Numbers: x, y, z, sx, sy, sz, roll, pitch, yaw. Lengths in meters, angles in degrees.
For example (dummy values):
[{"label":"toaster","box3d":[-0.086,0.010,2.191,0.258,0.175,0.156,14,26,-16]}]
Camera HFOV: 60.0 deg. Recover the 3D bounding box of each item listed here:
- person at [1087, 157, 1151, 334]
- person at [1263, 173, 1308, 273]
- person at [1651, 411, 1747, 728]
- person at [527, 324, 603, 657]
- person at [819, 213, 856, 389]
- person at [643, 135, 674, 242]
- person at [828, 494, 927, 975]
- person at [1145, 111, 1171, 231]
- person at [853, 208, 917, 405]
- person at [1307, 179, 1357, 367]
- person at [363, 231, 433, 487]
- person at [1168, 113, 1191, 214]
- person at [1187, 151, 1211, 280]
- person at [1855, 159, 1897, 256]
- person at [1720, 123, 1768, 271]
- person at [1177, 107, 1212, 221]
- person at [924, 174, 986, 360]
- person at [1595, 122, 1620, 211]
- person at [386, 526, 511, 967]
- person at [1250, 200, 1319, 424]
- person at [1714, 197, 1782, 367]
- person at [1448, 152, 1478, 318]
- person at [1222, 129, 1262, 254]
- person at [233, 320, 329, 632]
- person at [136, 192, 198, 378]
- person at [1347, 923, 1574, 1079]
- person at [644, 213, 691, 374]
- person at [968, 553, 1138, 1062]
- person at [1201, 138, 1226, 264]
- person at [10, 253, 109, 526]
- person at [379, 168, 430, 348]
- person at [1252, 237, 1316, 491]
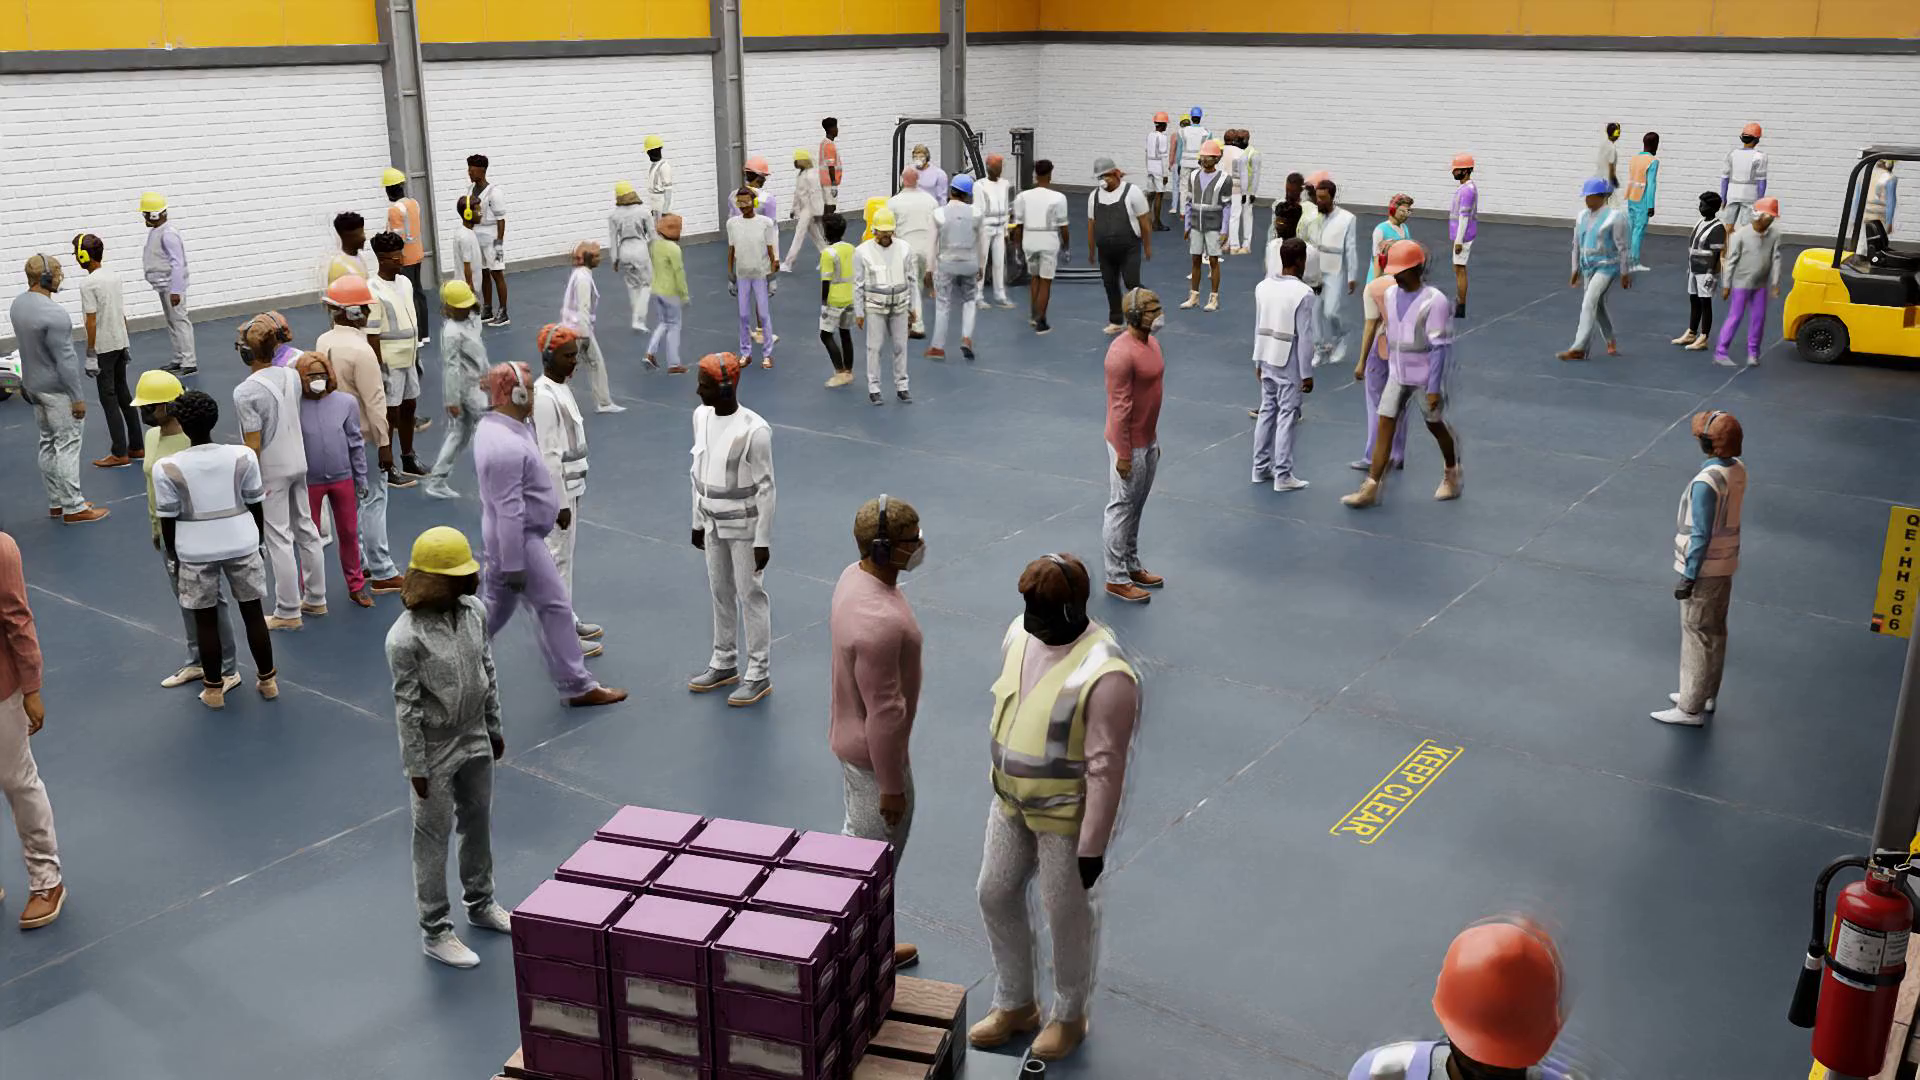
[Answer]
[{"label":"person","box3d":[1.775,-3.324,18.654,0.737,2.000,0.695,11,21,31]},{"label":"person","box3d":[3.619,-3.036,18.005,0.719,1.878,0.658,-13,22,-35]},{"label":"person","box3d":[3.778,0.151,8.440,0.314,1.636,0.516,15,23,40]},{"label":"person","box3d":[-2.246,-0.279,9.381,0.357,1.885,0.573,-2,18,-7]},{"label":"person","box3d":[-1.169,-2.296,16.014,0.320,1.688,0.546,11,21,30]},{"label":"person","box3d":[-4.096,-4.538,22.650,0.375,1.919,0.584,-9,20,-27]},{"label":"person","box3d":[-0.292,0.772,6.023,0.369,1.928,0.630,-3,18,-10]},{"label":"person","box3d":[3.280,-6.077,27.434,0.370,1.933,0.553,-9,20,-25]},{"label":"person","box3d":[-0.688,-2.154,15.356,0.602,1.818,0.403,-7,19,-20]},{"label":"person","box3d":[3.735,-2.701,16.911,0.644,1.908,0.425,14,23,38]},{"label":"person","box3d":[-4.319,-1.381,12.721,0.370,1.958,0.598,4,18,11]},{"label":"person","box3d":[3.992,-6.726,29.760,0.532,1.757,0.336,-3,18,-8]},{"label":"person","box3d":[3.282,-4.395,22.447,0.526,1.768,0.331,-5,18,-15]},{"label":"person","box3d":[12.081,-4.267,21.959,0.403,1.837,0.599,-4,18,-13]},{"label":"person","box3d":[10.849,-4.732,23.055,0.370,2.044,0.608,-16,24,-41]},{"label":"person","box3d":[4.035,-6.477,28.689,0.601,1.939,0.416,3,18,11]},{"label":"person","box3d":[-0.048,-2.820,17.272,0.682,1.919,0.456,-3,18,-9]},{"label":"person","box3d":[10.220,-5.595,26.070,0.497,1.854,0.504,-2,18,-5]},{"label":"person","box3d":[-1.909,0.779,6.318,0.320,1.737,0.485,9,20,25]},{"label":"person","box3d":[2.866,-1.997,14.623,0.367,1.964,0.609,-10,20,-28]},{"label":"person","box3d":[8.076,-2.625,16.985,0.566,1.732,0.396,-6,19,-17]},{"label":"person","box3d":[5.917,-3.608,19.725,0.388,1.930,0.544,5,18,14]},{"label":"person","box3d":[4.186,-5.211,24.882,0.429,1.839,0.634,-13,22,-35]},{"label":"person","box3d":[-4.000,-0.370,9.730,0.344,1.847,0.504,7,19,20]},{"label":"person","box3d":[-7.863,-2.529,16.511,0.404,1.829,0.591,-13,22,-35]},{"label":"person","box3d":[1.036,1.620,3.427,0.558,1.903,0.893,7,19,20]},{"label":"person","box3d":[-2.939,-2.453,16.629,0.392,1.612,0.537,-14,22,-37]},{"label":"person","box3d":[0.280,0.928,5.693,0.548,1.823,0.664,-12,21,-33]},{"label":"person","box3d":[3.644,-4.876,23.946,0.300,1.772,0.524,16,24,41]},{"label":"person","box3d":[-6.377,-1.052,11.740,0.636,1.928,0.387,13,22,35]},{"label":"person","box3d":[-5.980,-3.021,17.900,0.379,1.921,0.586,1,18,3]},{"label":"person","box3d":[2.440,-1.333,12.645,0.389,1.910,0.595,-10,20,-28]}]
